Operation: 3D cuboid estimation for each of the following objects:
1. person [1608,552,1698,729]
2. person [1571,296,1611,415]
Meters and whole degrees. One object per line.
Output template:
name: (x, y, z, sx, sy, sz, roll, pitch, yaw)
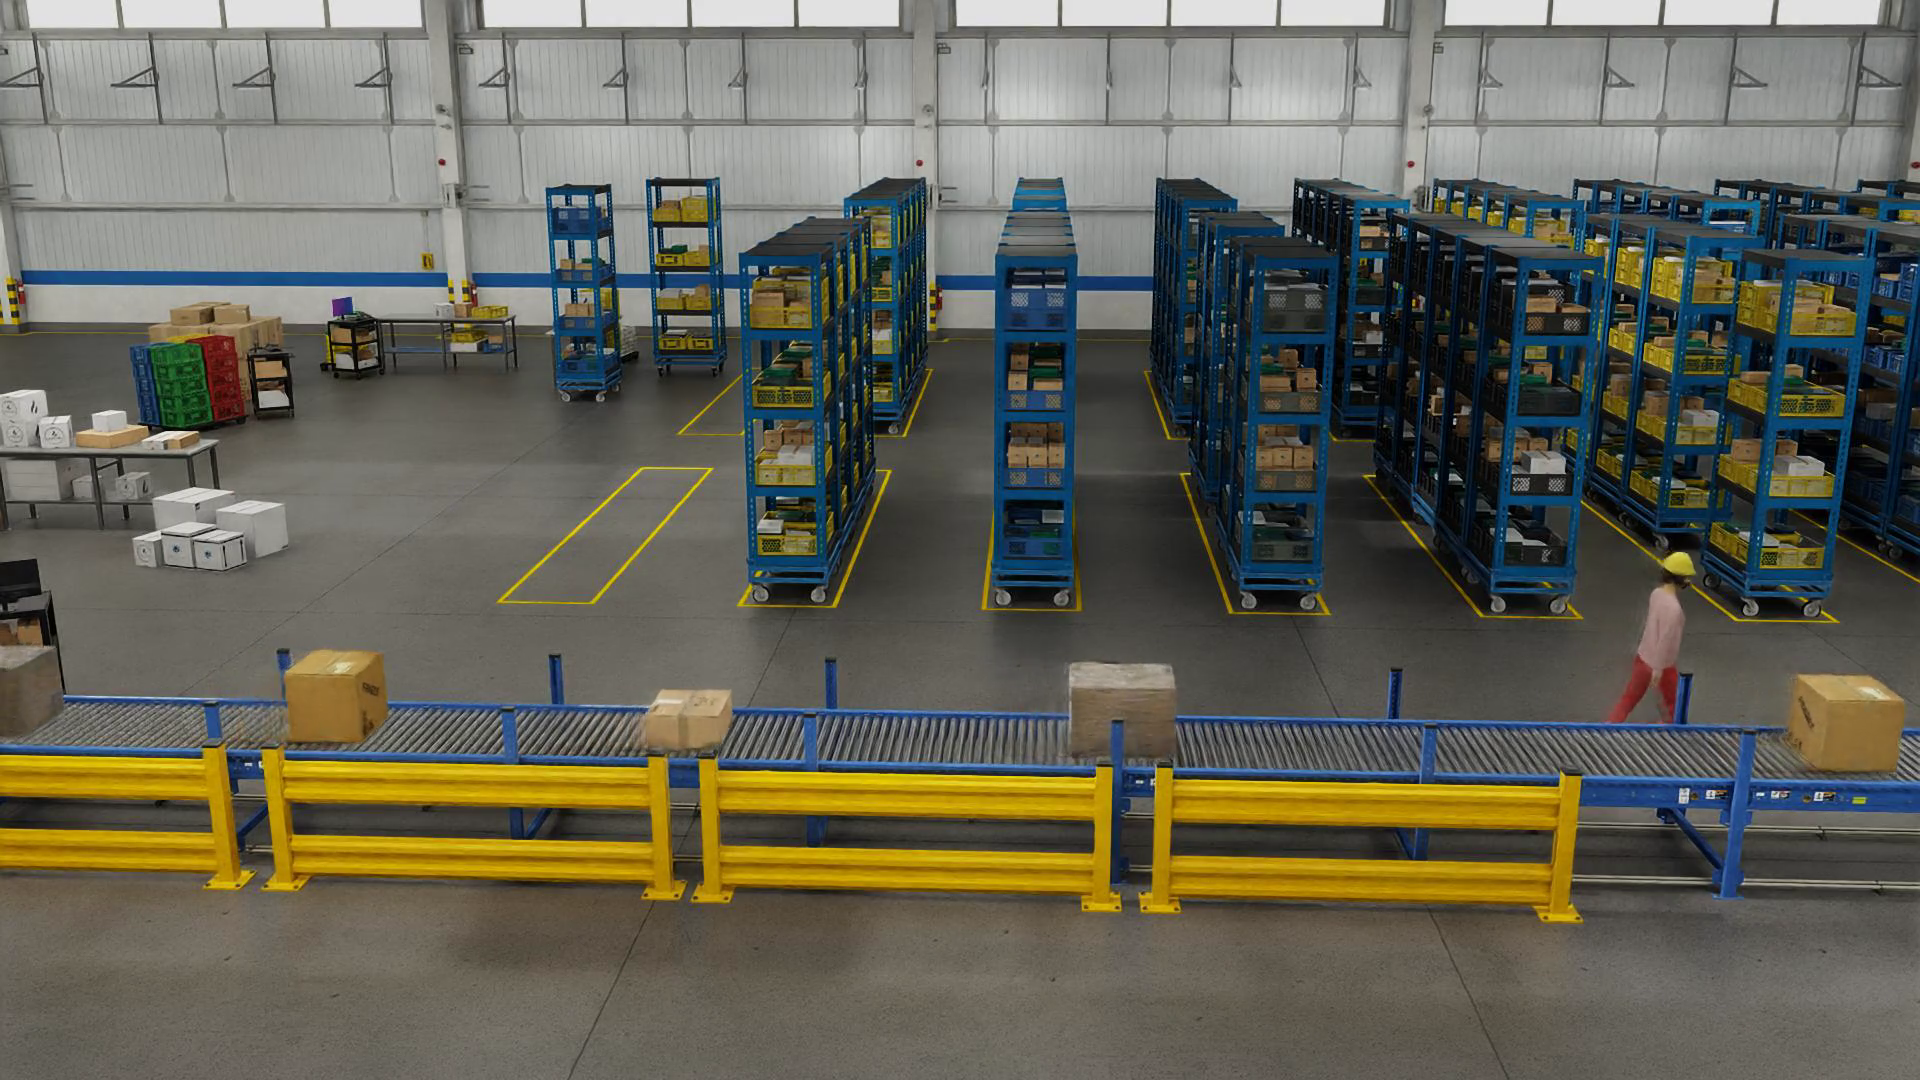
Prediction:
person: (5.450, 0.924, 12.863, 0.918, 1.717, 0.540, 1, 15, 3)
person: (10.126, -2.917, 26.667, 0.626, 1.971, 0.832, 1, 15, 4)
